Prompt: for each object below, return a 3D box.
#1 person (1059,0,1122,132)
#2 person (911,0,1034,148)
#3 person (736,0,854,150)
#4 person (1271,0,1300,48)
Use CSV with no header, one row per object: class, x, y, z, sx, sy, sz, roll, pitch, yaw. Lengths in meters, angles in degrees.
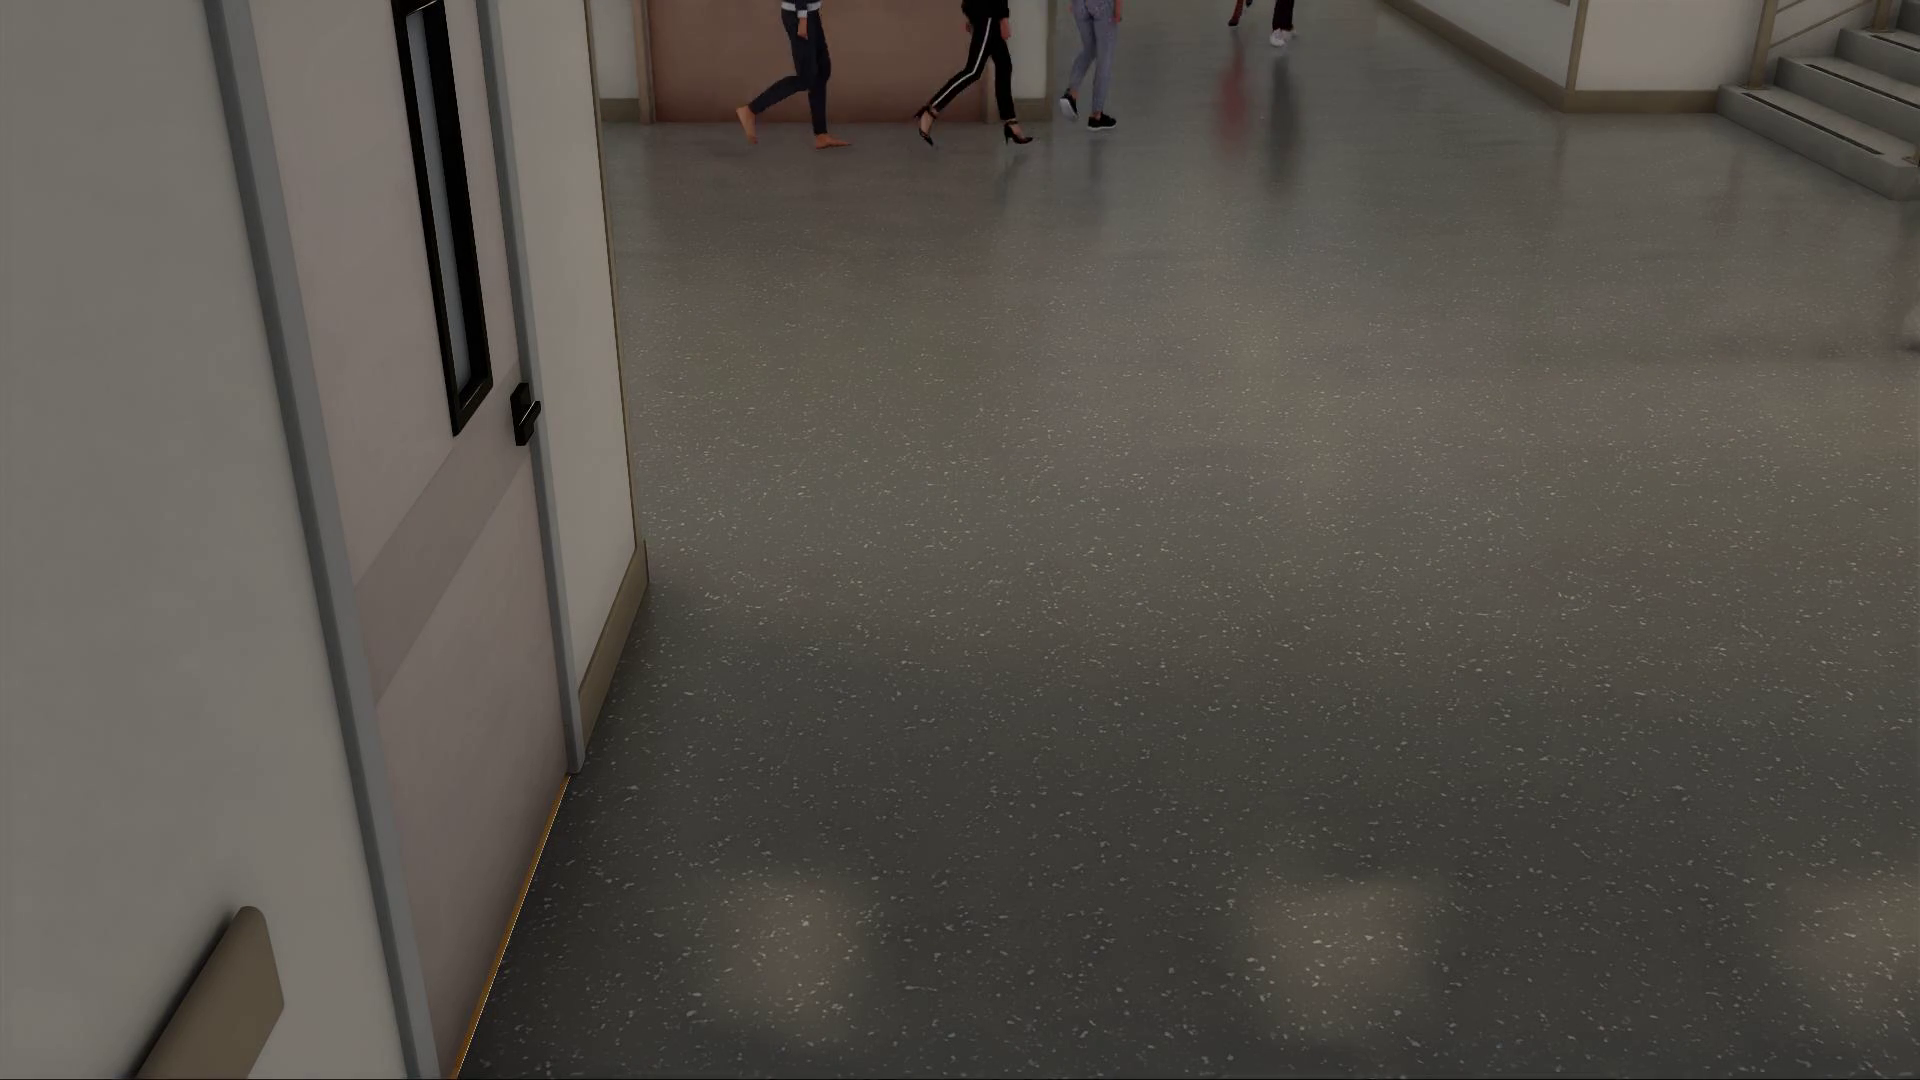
person,0.864,-3.638,11.293,0.761,1.710,0.816,22,34,38
person,0.079,-3.326,10.702,1.151,1.663,0.865,-6,26,-12
person,-1.103,-3.381,10.715,1.023,1.749,0.712,-3,26,-7
person,2.953,-5.296,14.681,0.723,1.755,0.889,2,26,4
